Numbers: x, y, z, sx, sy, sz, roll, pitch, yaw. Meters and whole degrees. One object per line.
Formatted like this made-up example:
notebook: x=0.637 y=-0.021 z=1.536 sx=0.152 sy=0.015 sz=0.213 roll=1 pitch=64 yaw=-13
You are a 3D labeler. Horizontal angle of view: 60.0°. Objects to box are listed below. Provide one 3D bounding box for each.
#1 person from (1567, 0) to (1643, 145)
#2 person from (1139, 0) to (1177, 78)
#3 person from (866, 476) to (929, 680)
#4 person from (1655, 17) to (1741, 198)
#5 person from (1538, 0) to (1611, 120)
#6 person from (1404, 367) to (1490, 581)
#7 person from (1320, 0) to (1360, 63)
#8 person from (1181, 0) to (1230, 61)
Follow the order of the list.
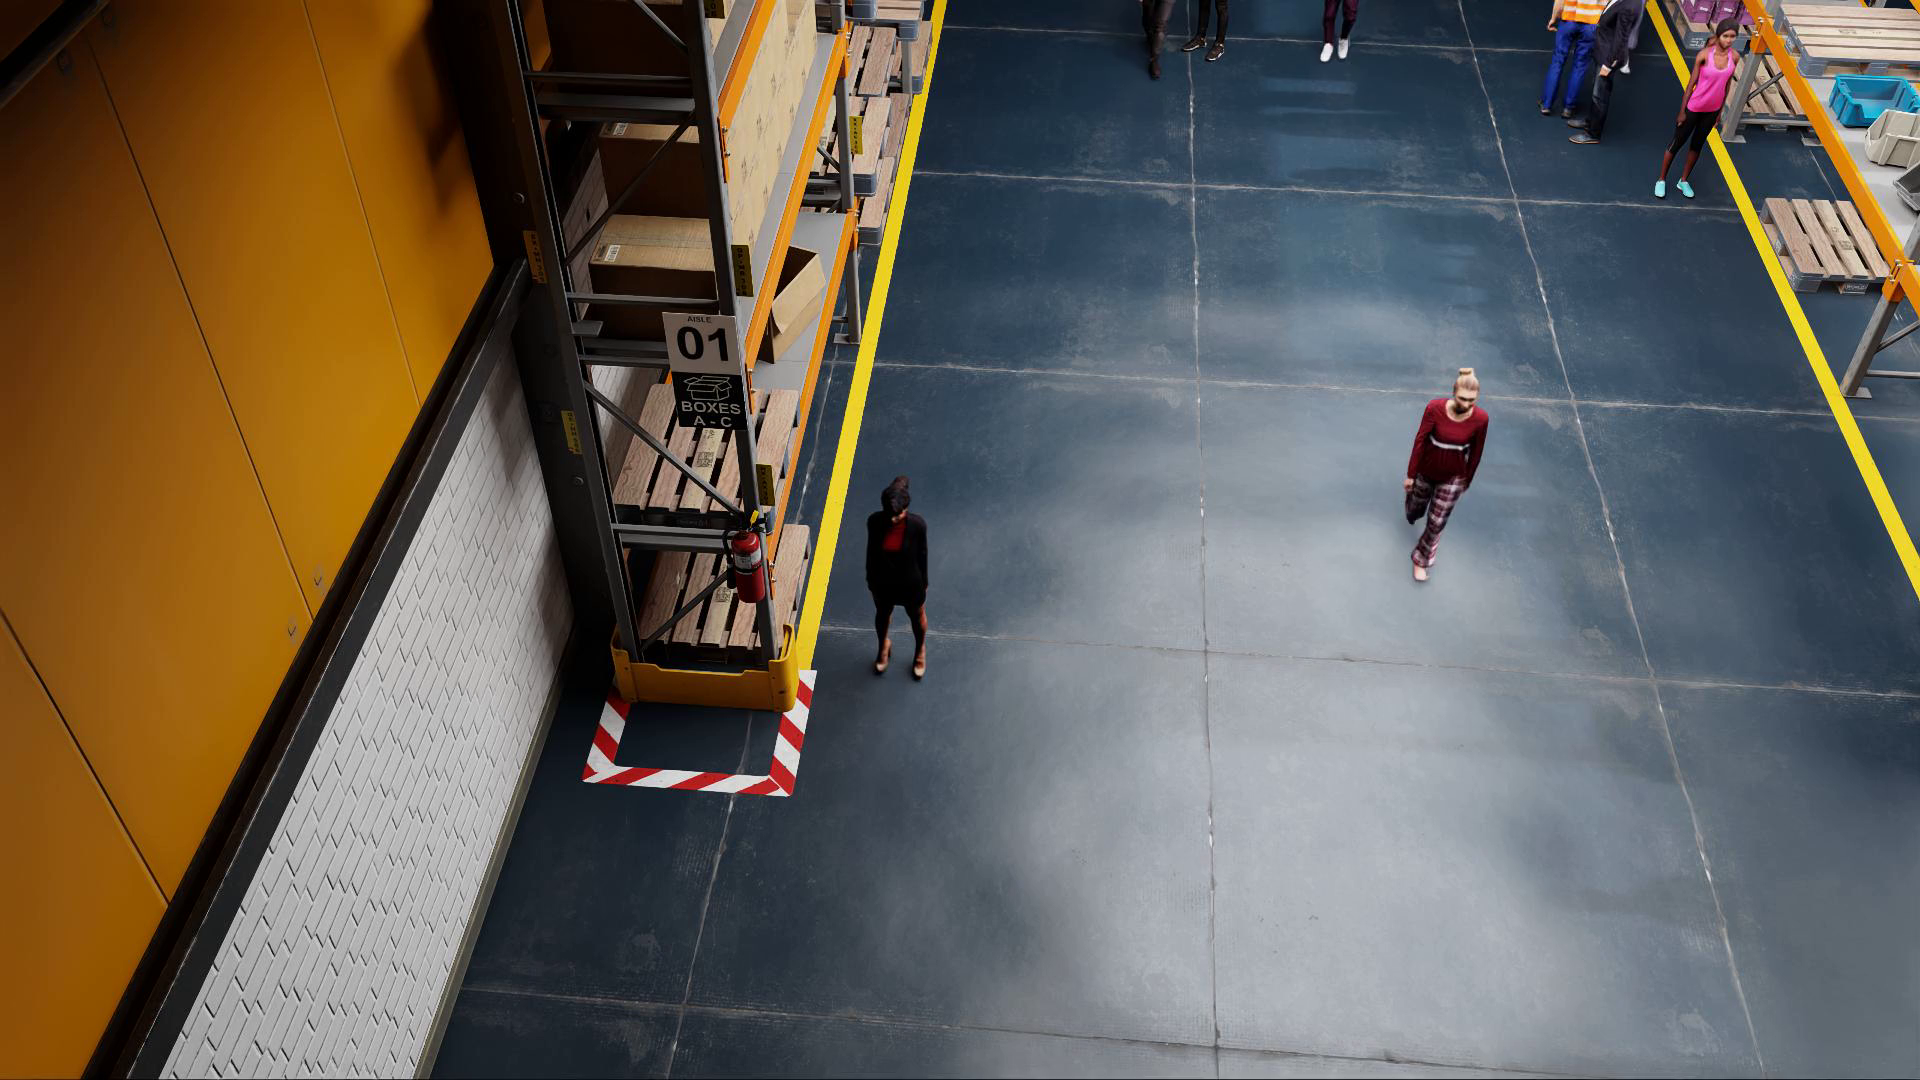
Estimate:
person: x=6.174 y=-4.643 z=15.762 sx=0.788 sy=1.815 sz=0.594 roll=11 pitch=45 yaw=12
person: x=2.023 y=-5.662 z=16.935 sx=0.692 sy=1.673 sz=1.074 roll=2 pitch=44 yaw=2
person: x=-0.401 y=0.273 z=10.731 sx=0.583 sy=1.637 sz=0.618 roll=7 pitch=44 yaw=8
person: x=6.712 y=-3.917 z=15.067 sx=0.555 sy=1.723 sz=0.558 roll=1 pitch=44 yaw=1
person: x=6.016 y=-4.995 z=16.086 sx=0.788 sy=1.879 sz=0.754 roll=12 pitch=45 yaw=12
person: x=3.314 y=-0.515 z=11.524 sx=0.698 sy=1.684 sz=0.899 roll=9 pitch=44 yaw=9
person: x=3.948 y=-5.787 z=16.992 sx=0.705 sy=1.774 sz=0.681 roll=13 pitch=45 yaw=13
person: x=2.622 y=-5.853 z=17.006 sx=0.748 sy=1.851 sz=0.782 roll=34 pitch=53 yaw=30
